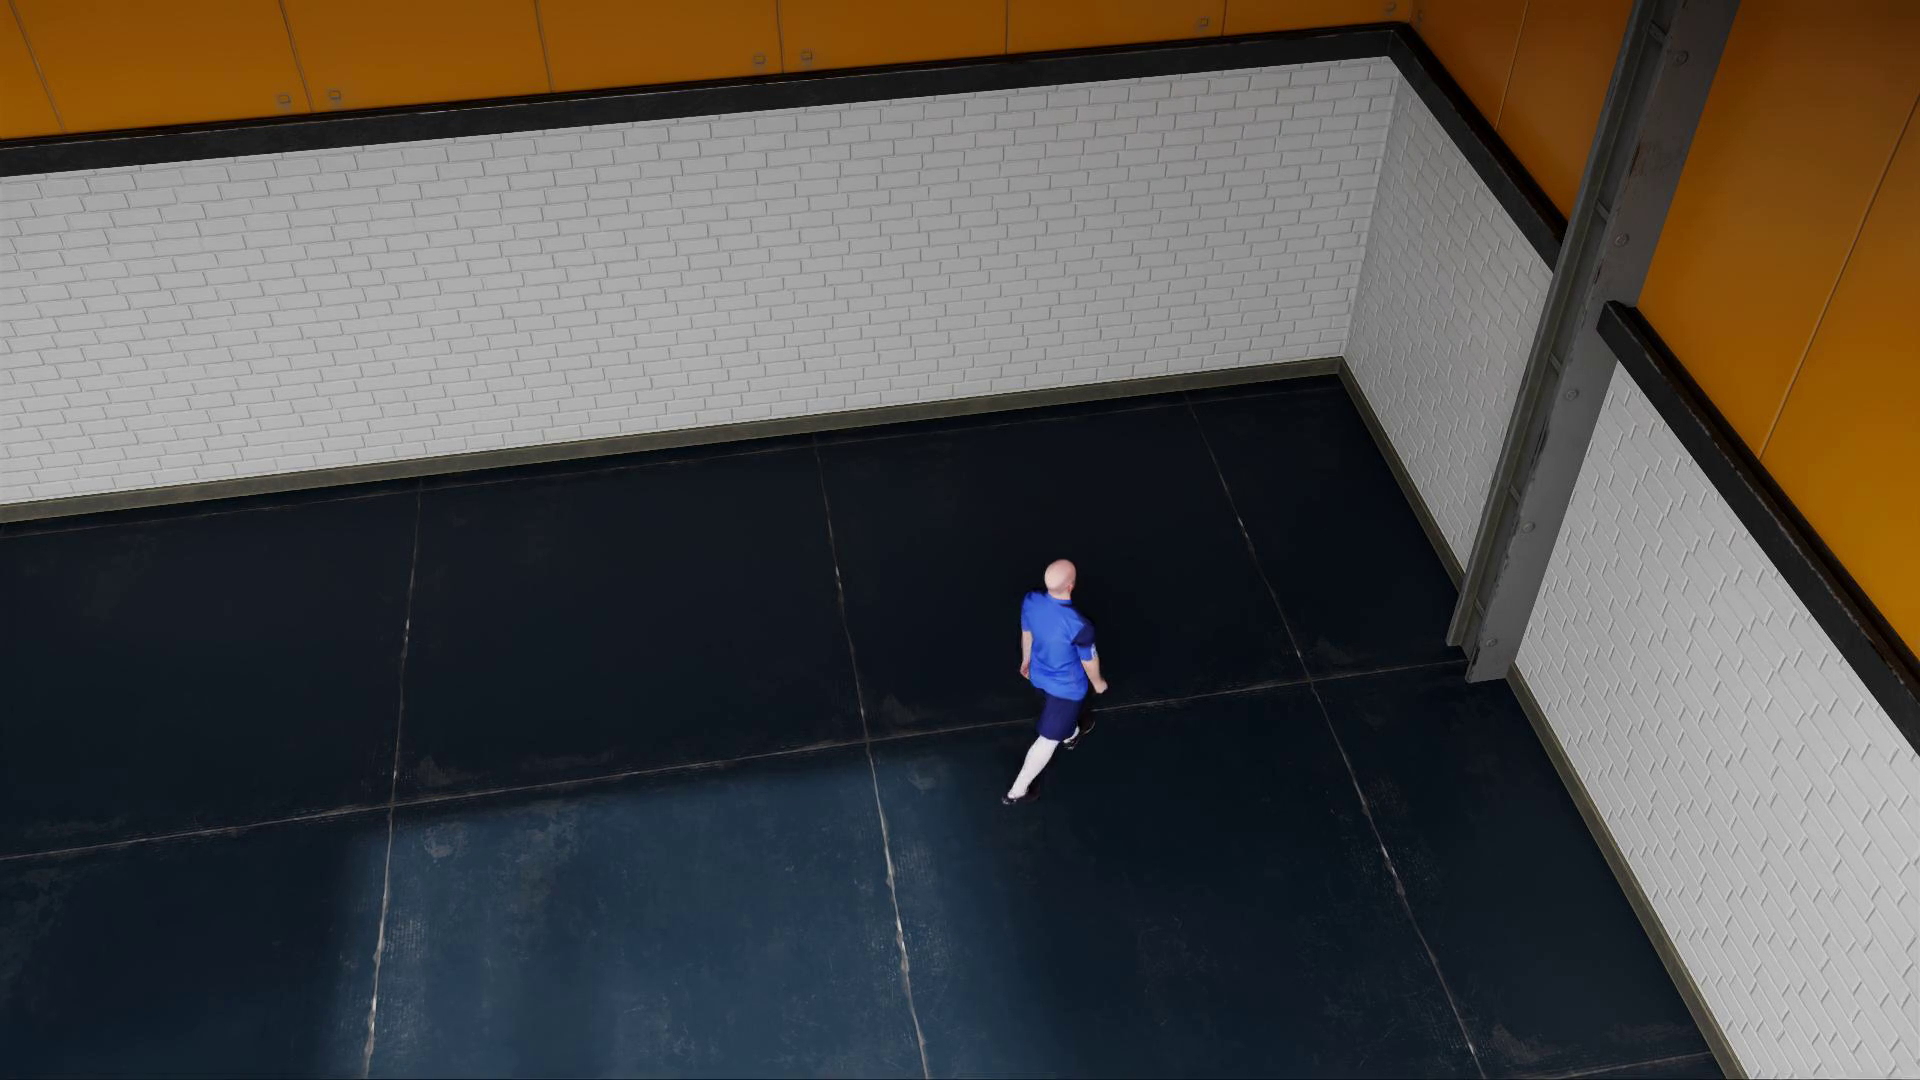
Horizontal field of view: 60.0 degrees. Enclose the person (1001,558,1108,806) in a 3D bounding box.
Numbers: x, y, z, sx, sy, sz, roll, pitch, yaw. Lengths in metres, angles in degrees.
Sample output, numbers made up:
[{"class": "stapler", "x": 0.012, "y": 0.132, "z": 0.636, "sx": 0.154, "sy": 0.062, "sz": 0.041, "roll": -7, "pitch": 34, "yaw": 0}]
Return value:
[{"class": "person", "x": 0.536, "y": 0.877, "z": 9.919, "sx": 1.142, "sy": 1.806, "sz": 1.214, "roll": -32, "pitch": 52, "yaw": -29}]
